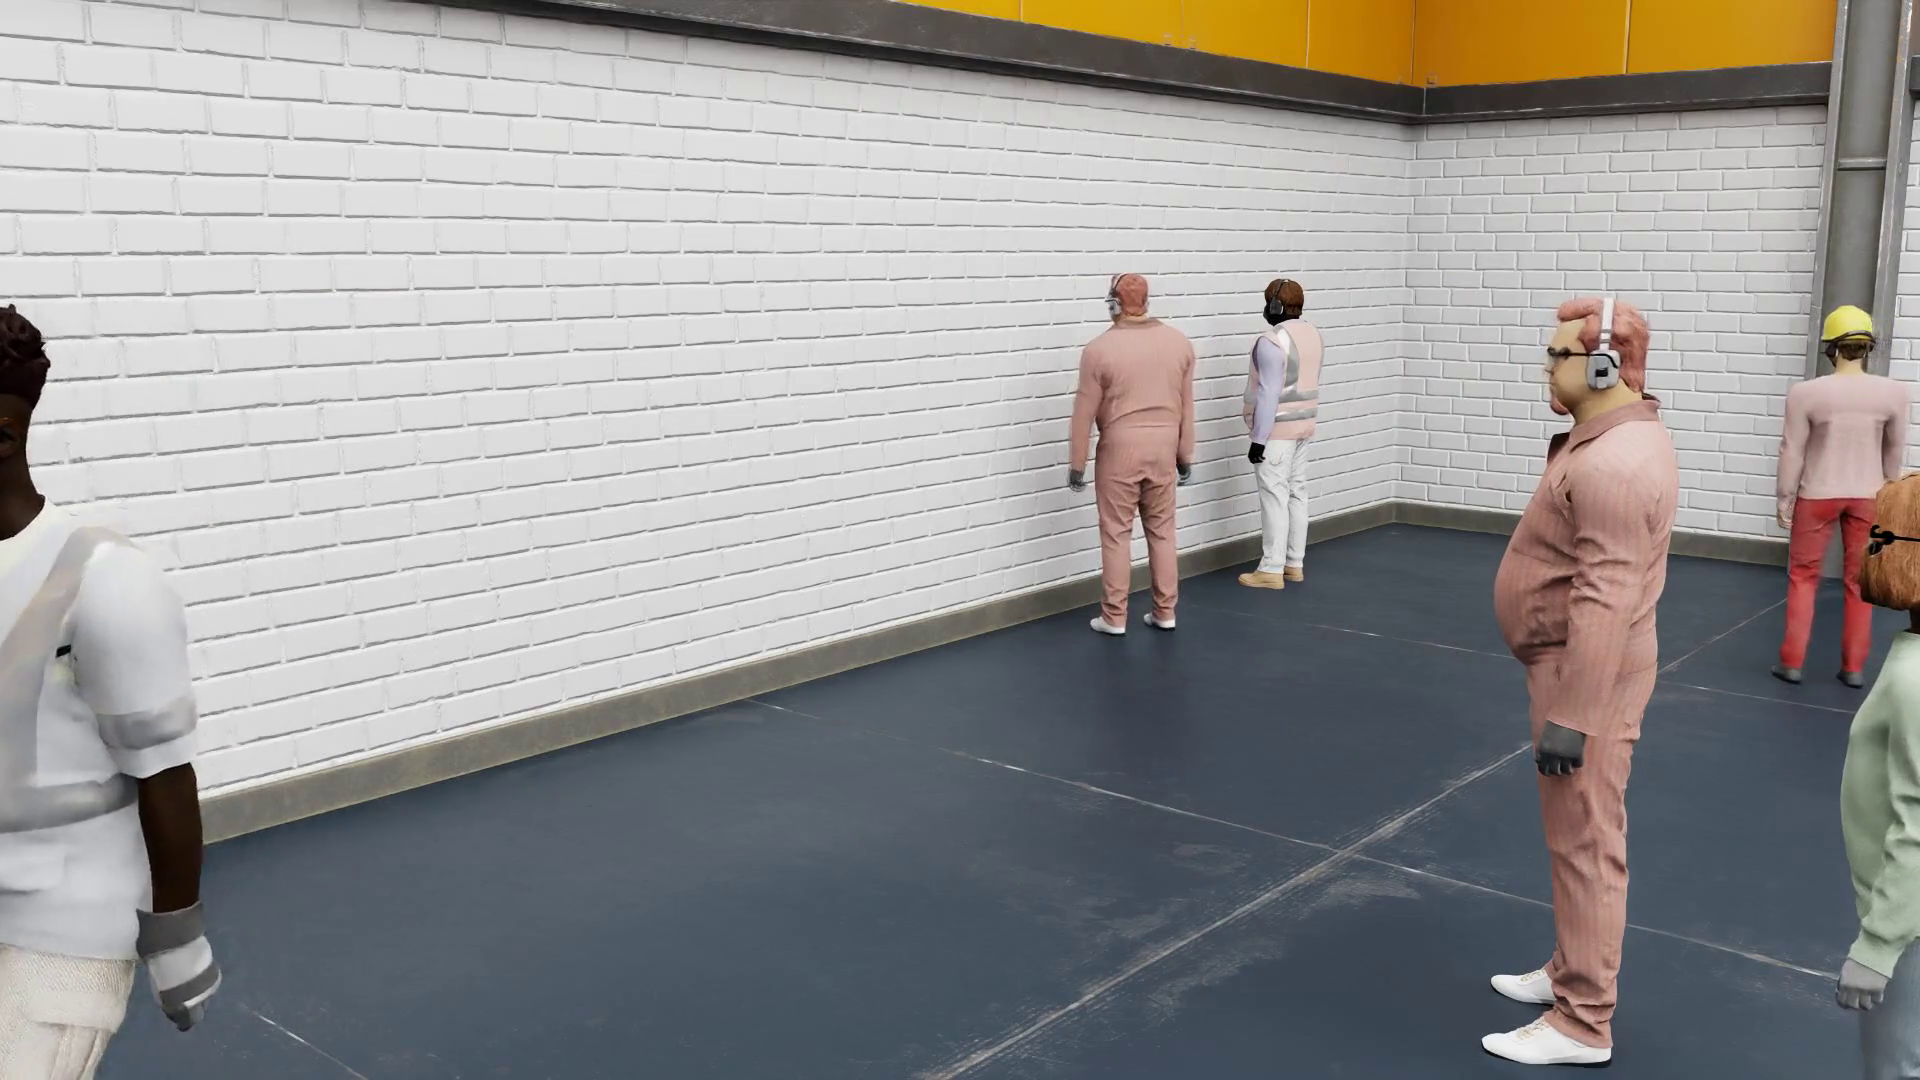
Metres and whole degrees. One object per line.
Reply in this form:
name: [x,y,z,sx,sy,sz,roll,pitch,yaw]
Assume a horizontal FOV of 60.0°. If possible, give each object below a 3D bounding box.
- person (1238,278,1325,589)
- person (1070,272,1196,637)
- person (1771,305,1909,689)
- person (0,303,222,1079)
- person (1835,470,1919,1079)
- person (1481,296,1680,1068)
person: [1.909,-0.634,9.957,0.429,1.843,0.633,8,13,38]
person: [0.896,-0.433,8.660,0.666,1.899,0.407,-4,11,-20]
person: [4.035,-0.188,7.659,0.540,1.766,0.323,2,10,12]
person: [-1.546,0.596,2.637,0.621,1.943,0.576,6,12,33]
person: [1.724,0.685,3.035,0.278,1.634,0.498,8,13,38]
person: [1.537,0.353,4.151,0.411,1.909,0.643,4,11,22]
